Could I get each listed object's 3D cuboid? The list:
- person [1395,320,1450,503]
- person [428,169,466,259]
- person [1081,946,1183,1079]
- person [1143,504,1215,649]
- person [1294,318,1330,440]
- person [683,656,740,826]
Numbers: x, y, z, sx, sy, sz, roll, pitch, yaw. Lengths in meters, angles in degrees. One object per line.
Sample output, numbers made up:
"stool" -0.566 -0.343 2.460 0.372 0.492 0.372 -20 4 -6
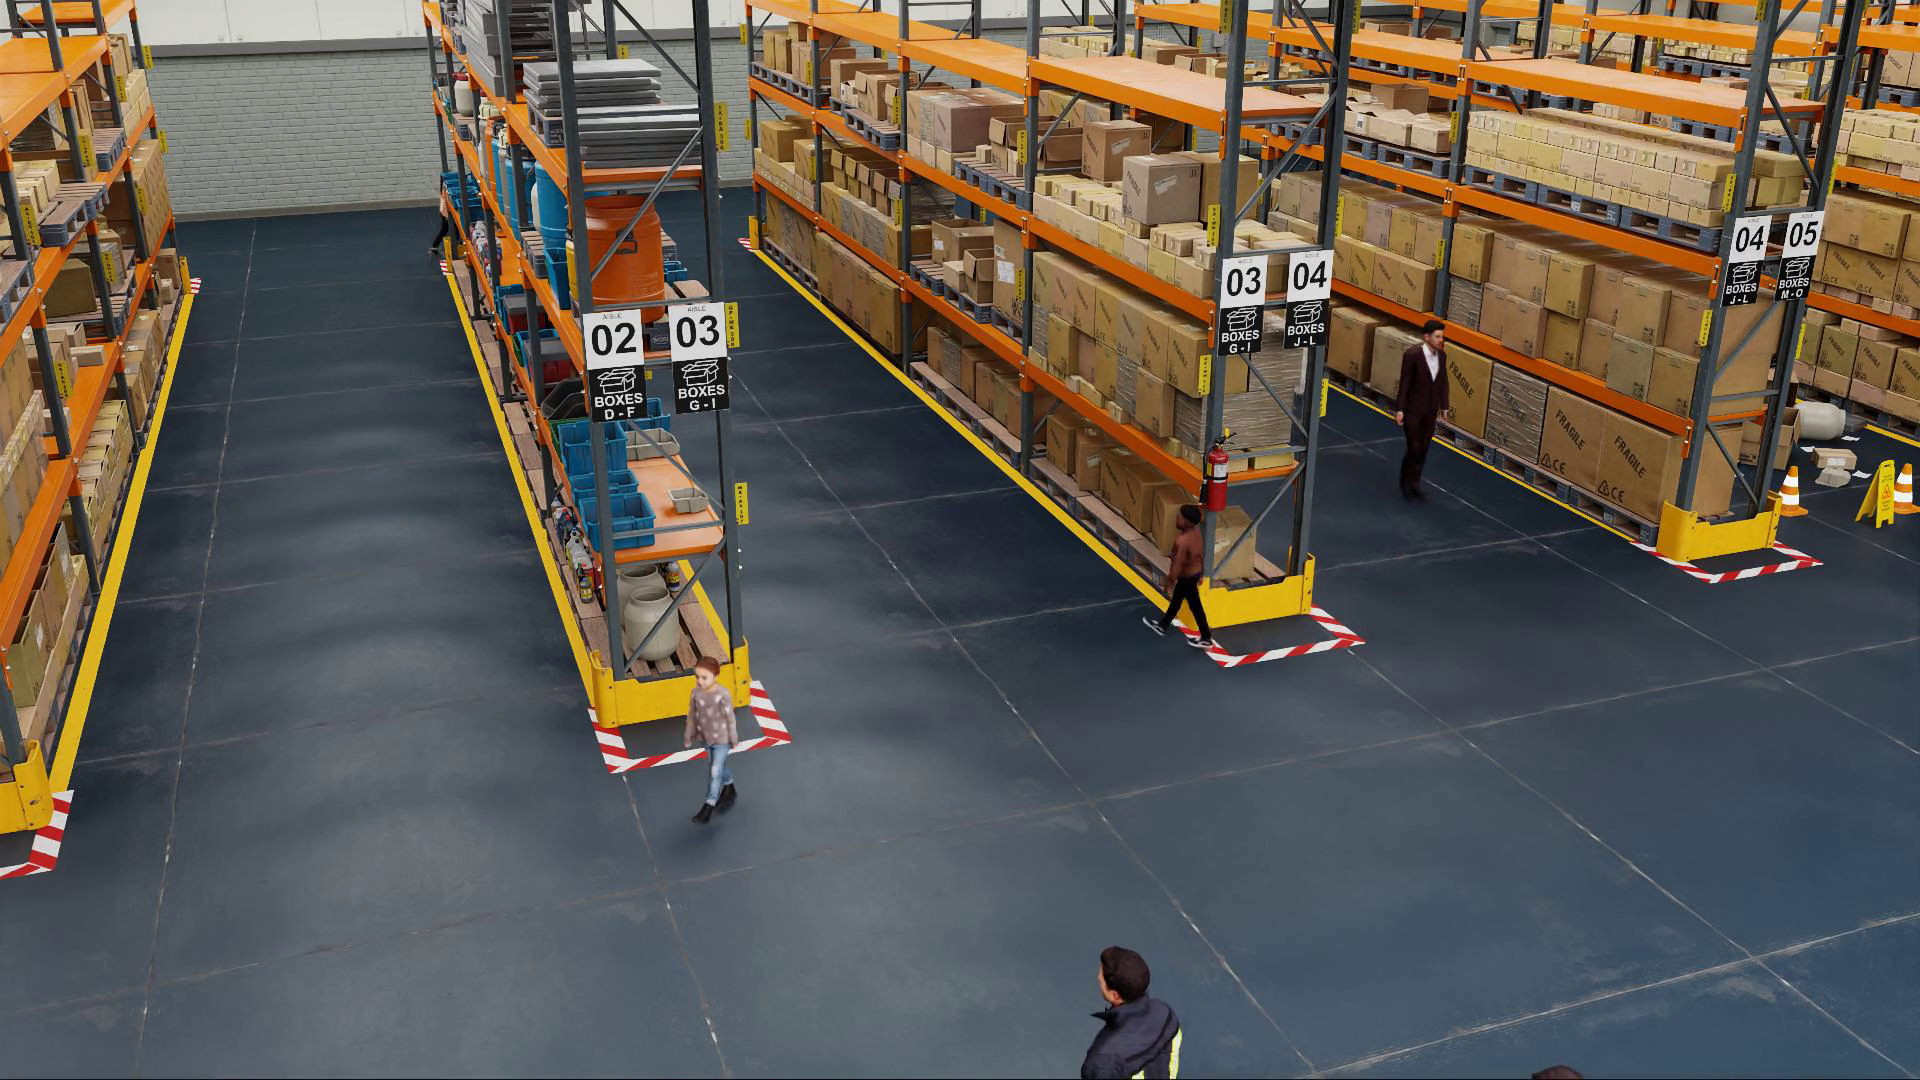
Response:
"person" 4.629 -1.343 16.879 0.725 1.857 0.622 -9 24 -21
"person" -8.389 -5.283 27.054 0.767 1.445 0.977 -15 26 -32
"person" 0.779 2.602 7.163 1.199 1.910 1.064 19 29 38
"person" 1.929 0.320 13.647 0.943 1.226 0.856 12 25 27
"person" 3.842 -1.990 18.565 0.608 1.778 0.882 -6 23 -15
"person" -1.639 1.312 11.299 0.792 1.166 0.852 10 24 23
